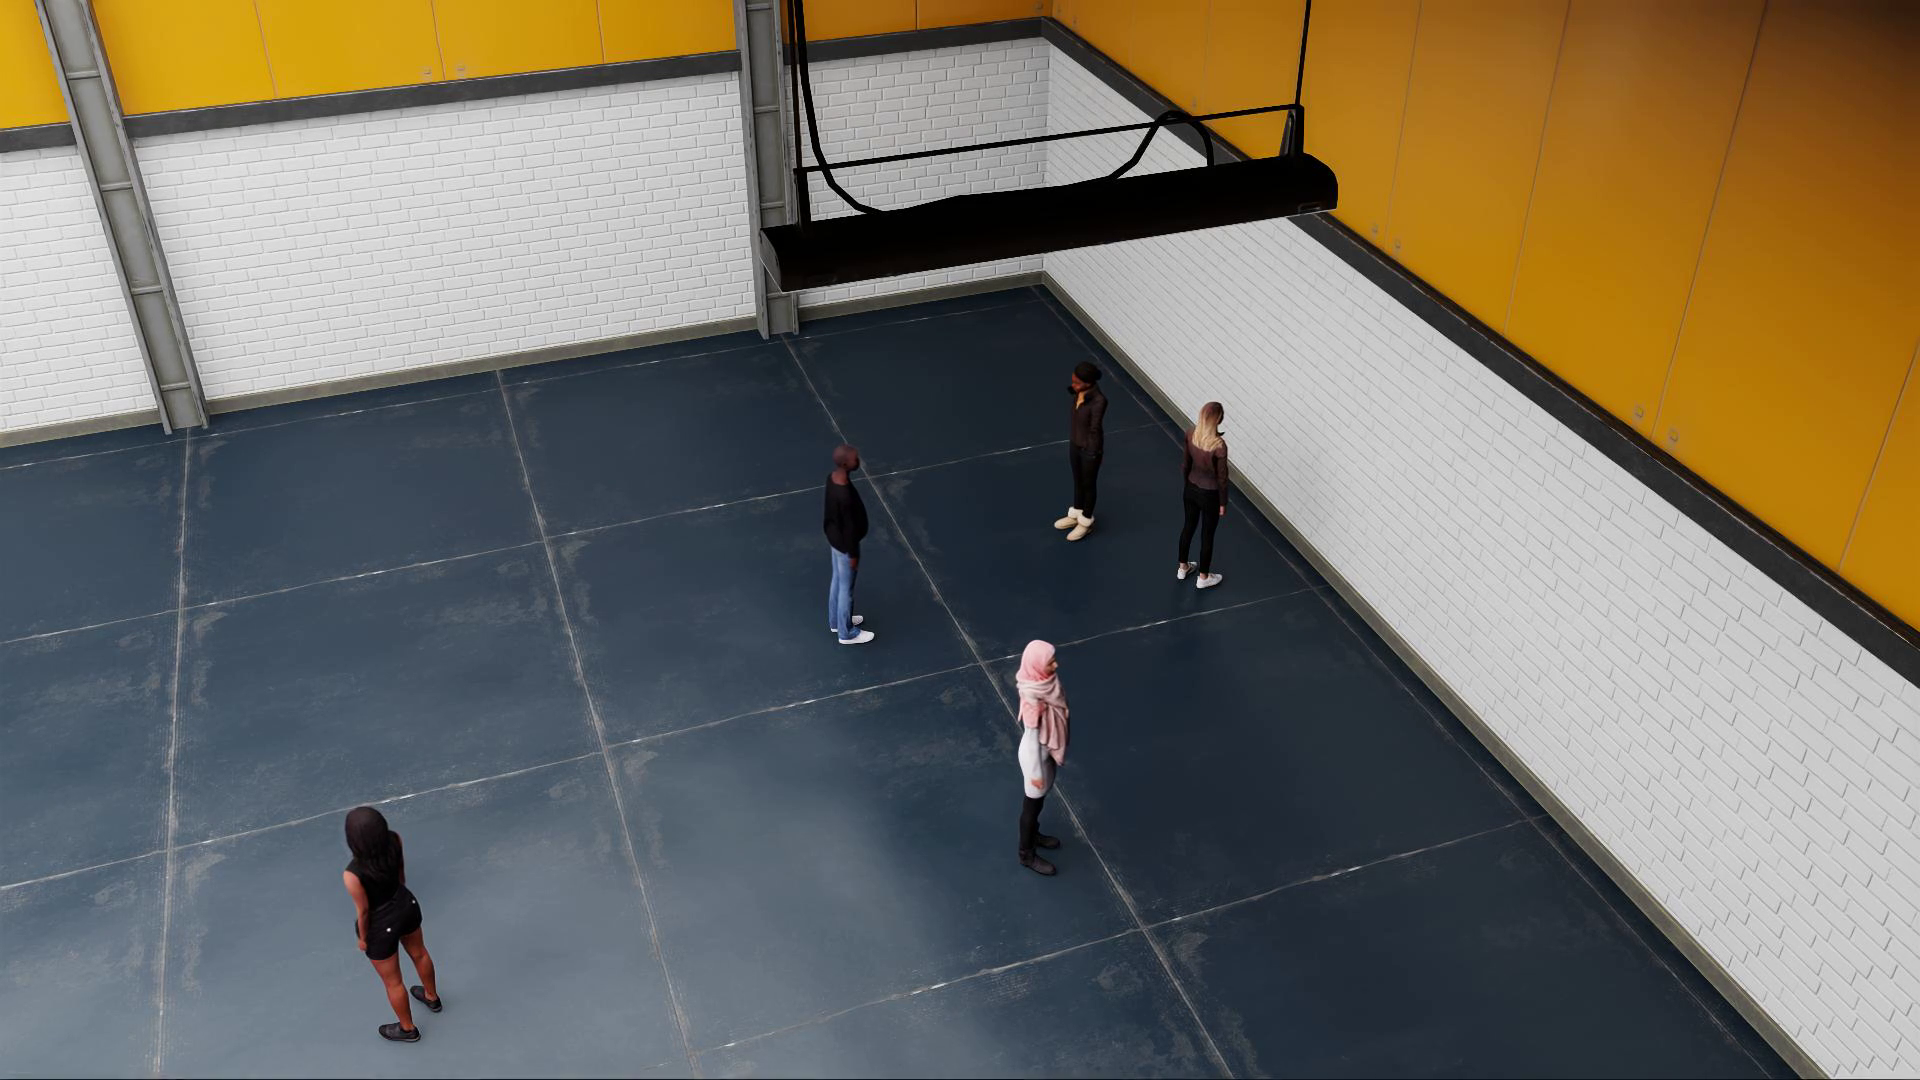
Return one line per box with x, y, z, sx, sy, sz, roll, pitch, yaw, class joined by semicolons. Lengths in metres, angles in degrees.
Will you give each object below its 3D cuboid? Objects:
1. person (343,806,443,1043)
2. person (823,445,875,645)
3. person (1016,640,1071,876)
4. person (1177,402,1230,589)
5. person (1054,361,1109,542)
-3.349;2.230;9.746;0.710;1.741;0.667;12;35;17;person
-0.914;0.021;13.061;0.515;1.749;0.580;-11;35;-16;person
0.512;1.405;10.930;0.761;1.803;0.735;7;34;11;person
1.999;-0.378;13.702;0.637;1.705;0.669;-27;42;-34;person
1.101;-0.807;14.387;0.666;1.660;0.616;-17;37;-23;person
